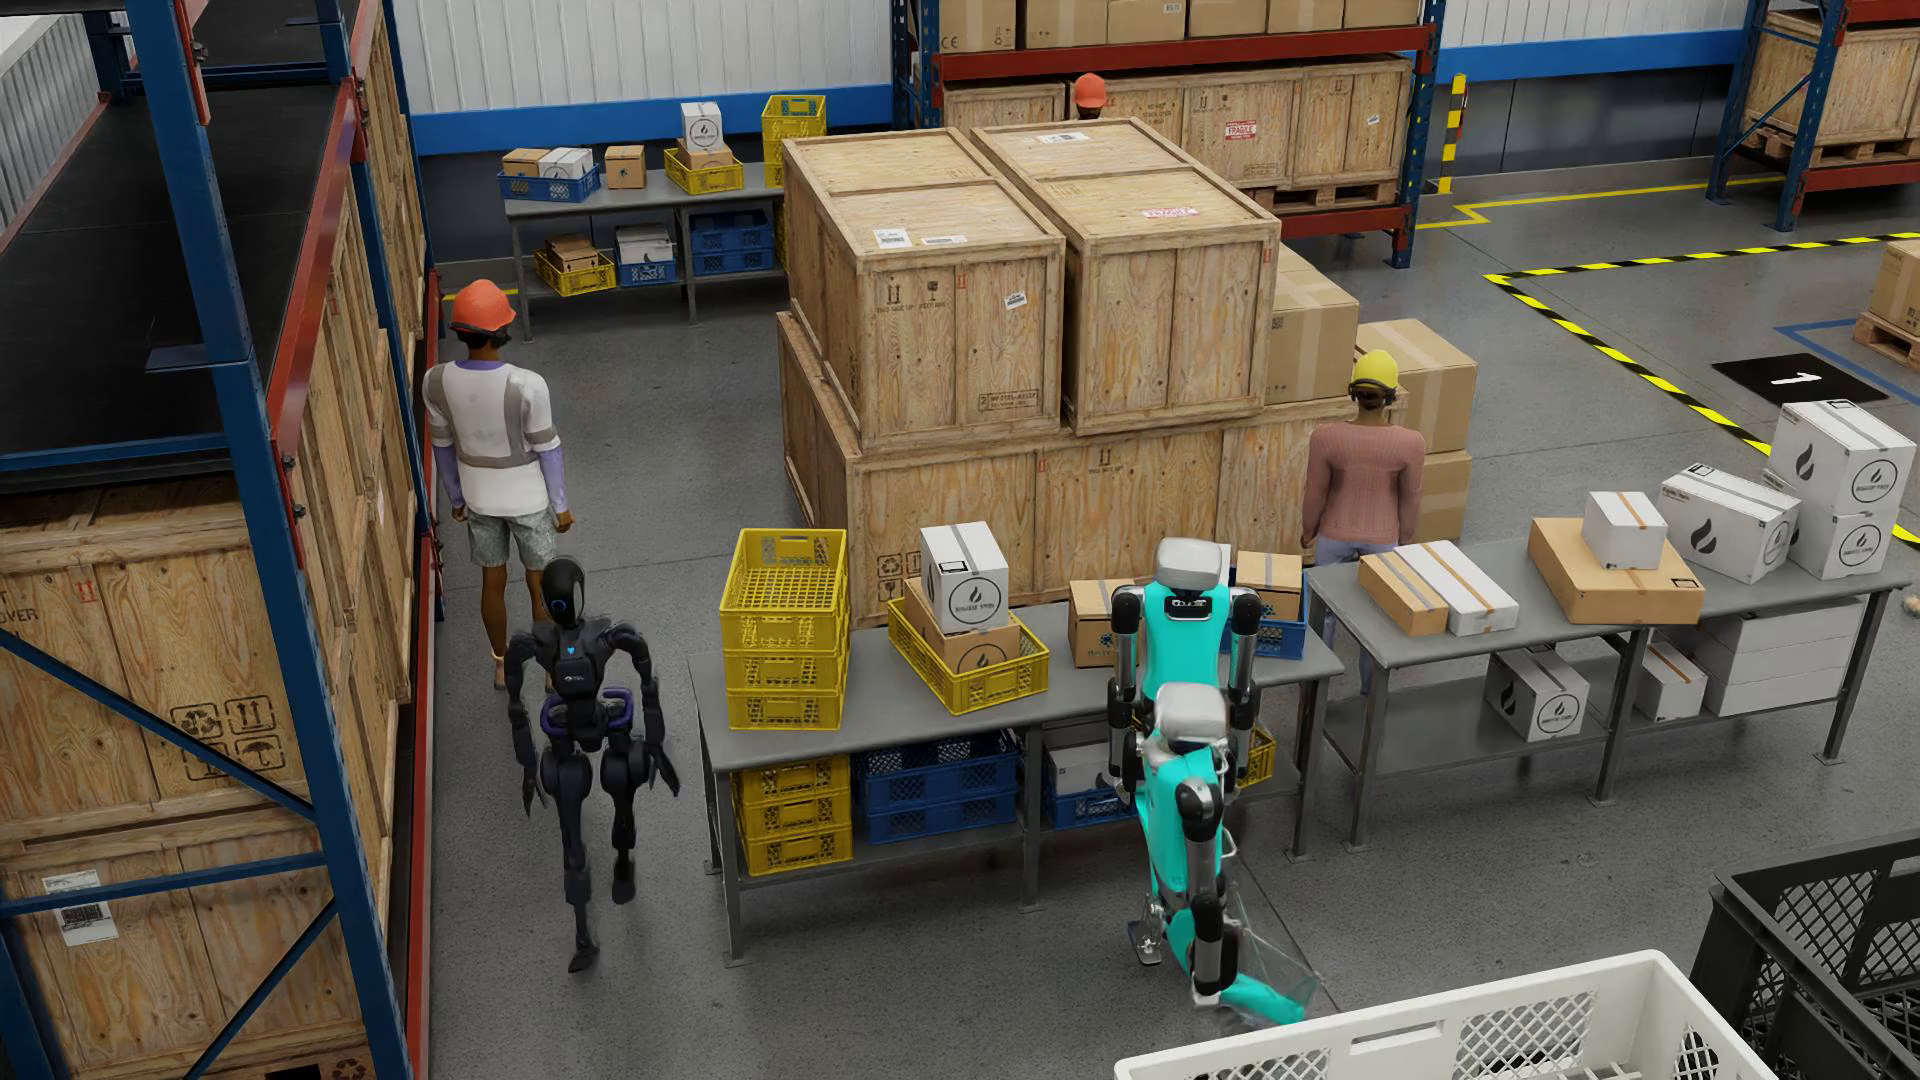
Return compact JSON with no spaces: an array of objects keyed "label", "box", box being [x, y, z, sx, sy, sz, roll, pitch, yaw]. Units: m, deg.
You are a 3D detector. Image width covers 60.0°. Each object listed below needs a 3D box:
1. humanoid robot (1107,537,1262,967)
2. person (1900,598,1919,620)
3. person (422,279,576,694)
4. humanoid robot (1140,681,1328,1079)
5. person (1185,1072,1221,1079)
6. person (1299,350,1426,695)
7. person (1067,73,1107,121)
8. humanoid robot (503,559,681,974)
[{"label":"humanoid robot","box":[0.788,0.862,5.890,0.533,1.677,0.735,1,29,2]},{"label":"person","box":[5.370,-0.492,8.203,0.889,2.019,0.609,0,29,0]},{"label":"person","box":[-2.087,-0.215,7.669,0.604,2.044,0.374,5,29,9]},{"label":"humanoid robot","box":[0.905,1.291,5.369,0.724,1.900,0.567,-3,29,-6]},{"label":"person","box":[0.388,1.949,3.937,1.037,1.859,0.570,-9,30,-16]},{"label":"person","box":[1.820,-0.030,7.627,0.524,1.759,0.325,6,29,10]},{"label":"person","box":[0.870,-2.286,11.562,0.552,1.924,0.425,-5,29,-10]},{"label":"humanoid robot","box":[-1.355,0.815,6.214,0.599,1.630,0.753,-5,29,-9]}]
